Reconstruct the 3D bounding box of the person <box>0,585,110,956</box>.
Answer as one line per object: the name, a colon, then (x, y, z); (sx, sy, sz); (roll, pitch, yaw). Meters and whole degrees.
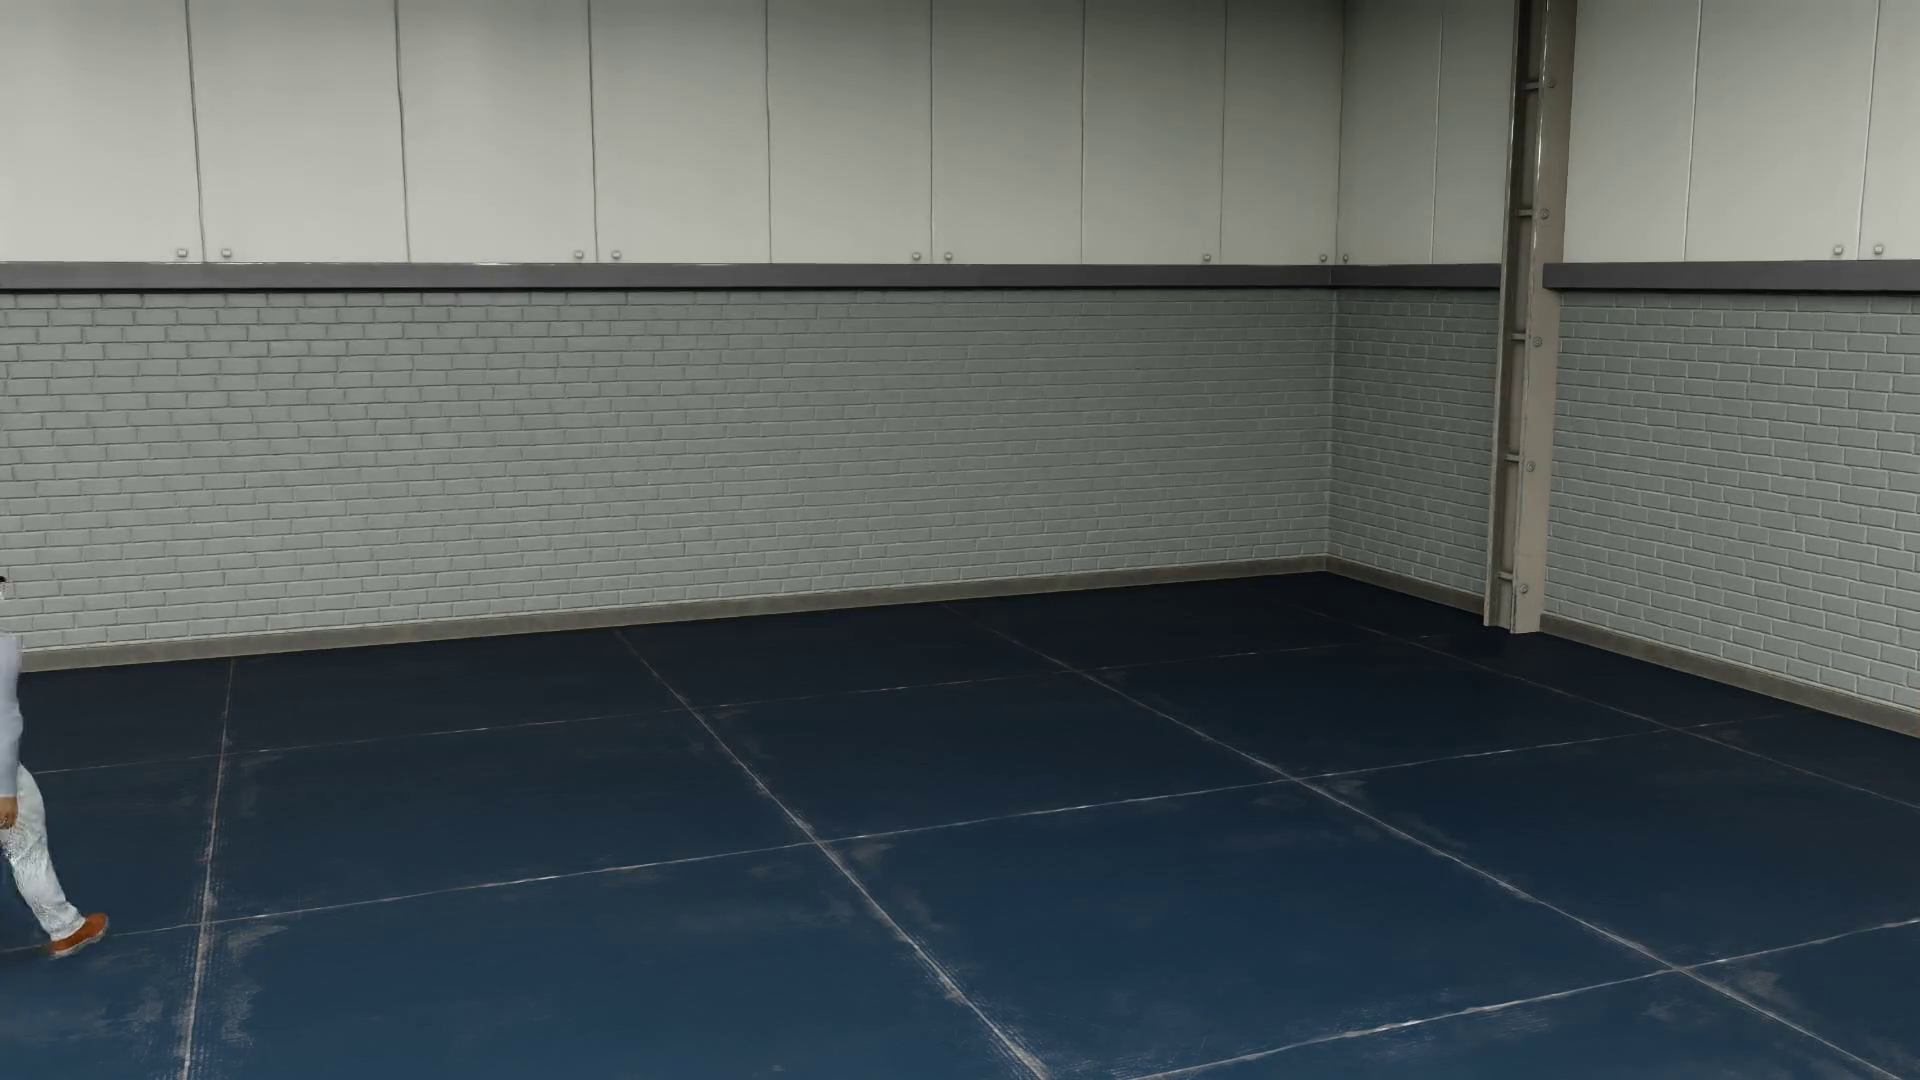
person: (-4.196, 0.979, 7.070); (0.663, 1.890, 1.027); (3, 10, 21)
